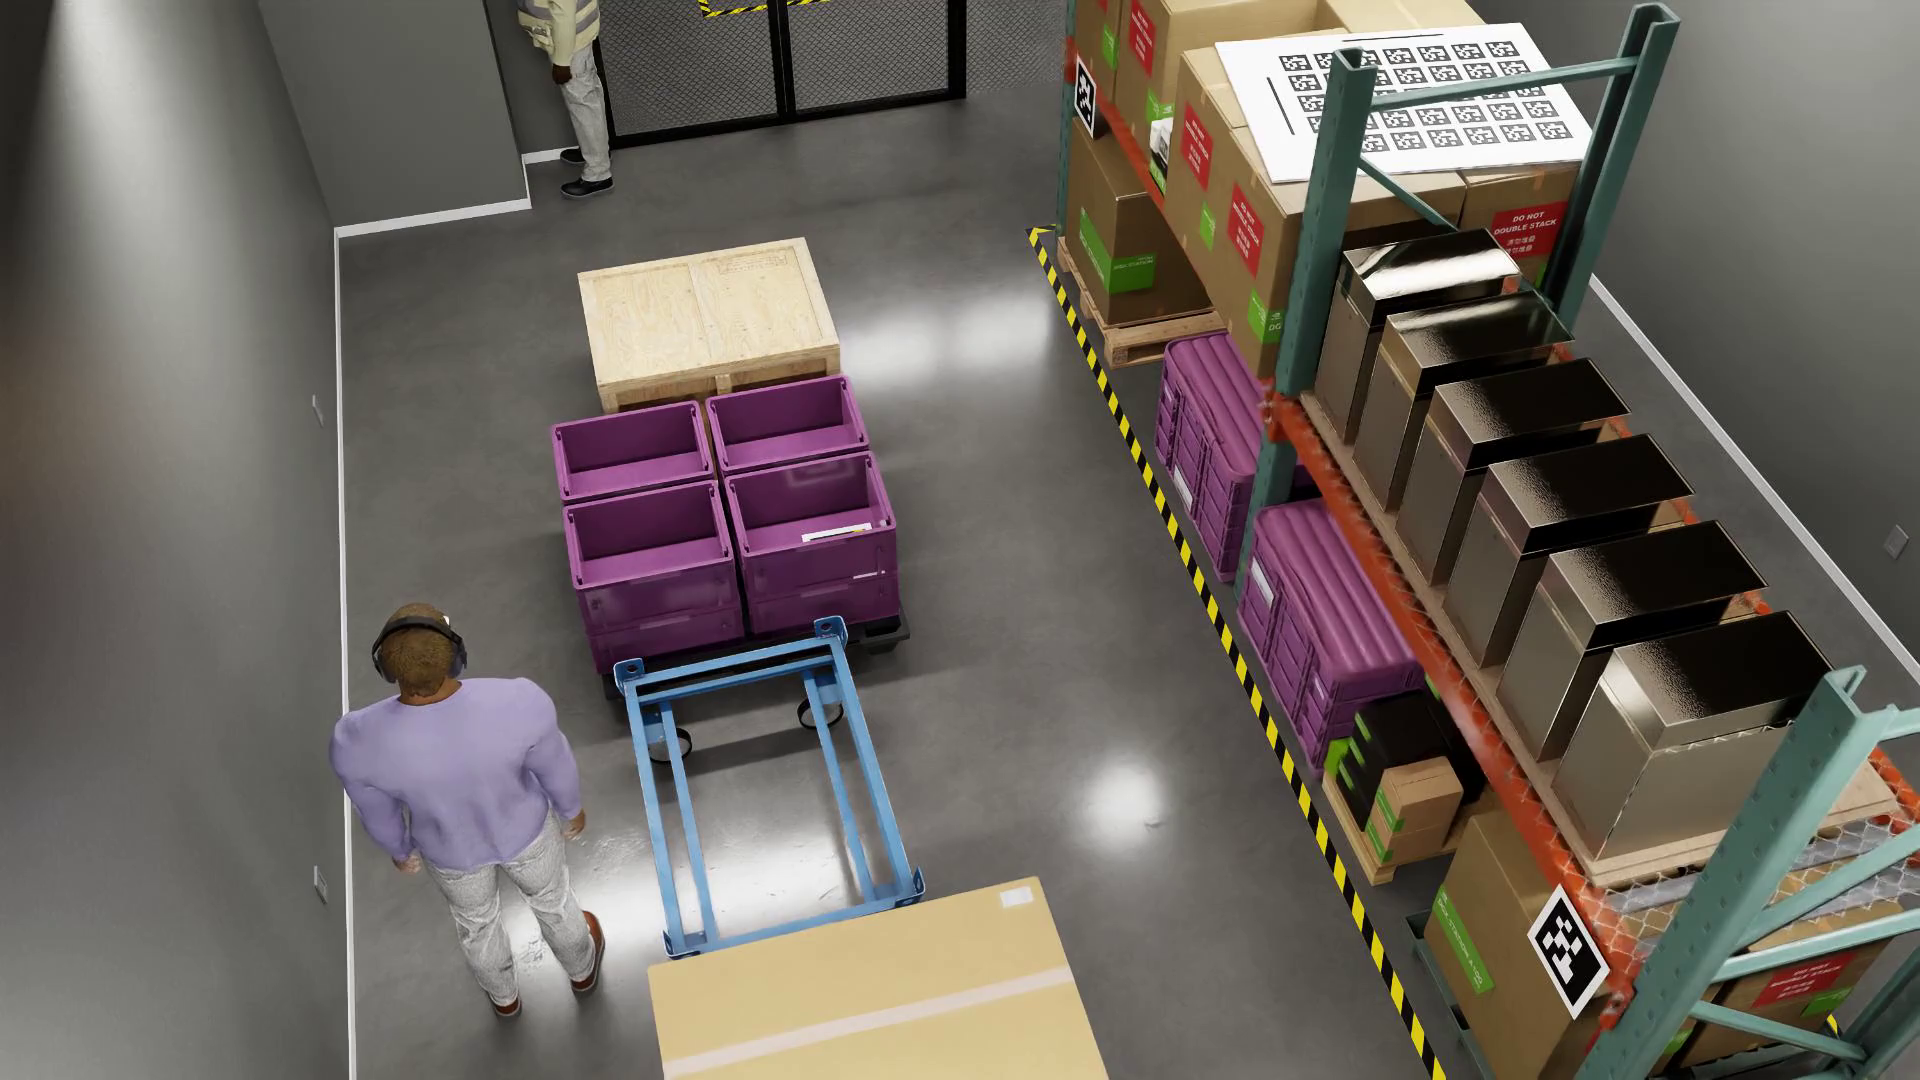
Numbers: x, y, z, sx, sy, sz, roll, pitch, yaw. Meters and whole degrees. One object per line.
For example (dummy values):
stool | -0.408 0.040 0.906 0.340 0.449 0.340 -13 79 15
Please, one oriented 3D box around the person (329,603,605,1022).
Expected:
person | -1.455 0.870 5.088 0.634 1.939 0.367 -13 49 -12

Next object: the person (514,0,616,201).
person | -1.992 -2.566 8.314 0.403 1.833 0.591 -6 48 -5
